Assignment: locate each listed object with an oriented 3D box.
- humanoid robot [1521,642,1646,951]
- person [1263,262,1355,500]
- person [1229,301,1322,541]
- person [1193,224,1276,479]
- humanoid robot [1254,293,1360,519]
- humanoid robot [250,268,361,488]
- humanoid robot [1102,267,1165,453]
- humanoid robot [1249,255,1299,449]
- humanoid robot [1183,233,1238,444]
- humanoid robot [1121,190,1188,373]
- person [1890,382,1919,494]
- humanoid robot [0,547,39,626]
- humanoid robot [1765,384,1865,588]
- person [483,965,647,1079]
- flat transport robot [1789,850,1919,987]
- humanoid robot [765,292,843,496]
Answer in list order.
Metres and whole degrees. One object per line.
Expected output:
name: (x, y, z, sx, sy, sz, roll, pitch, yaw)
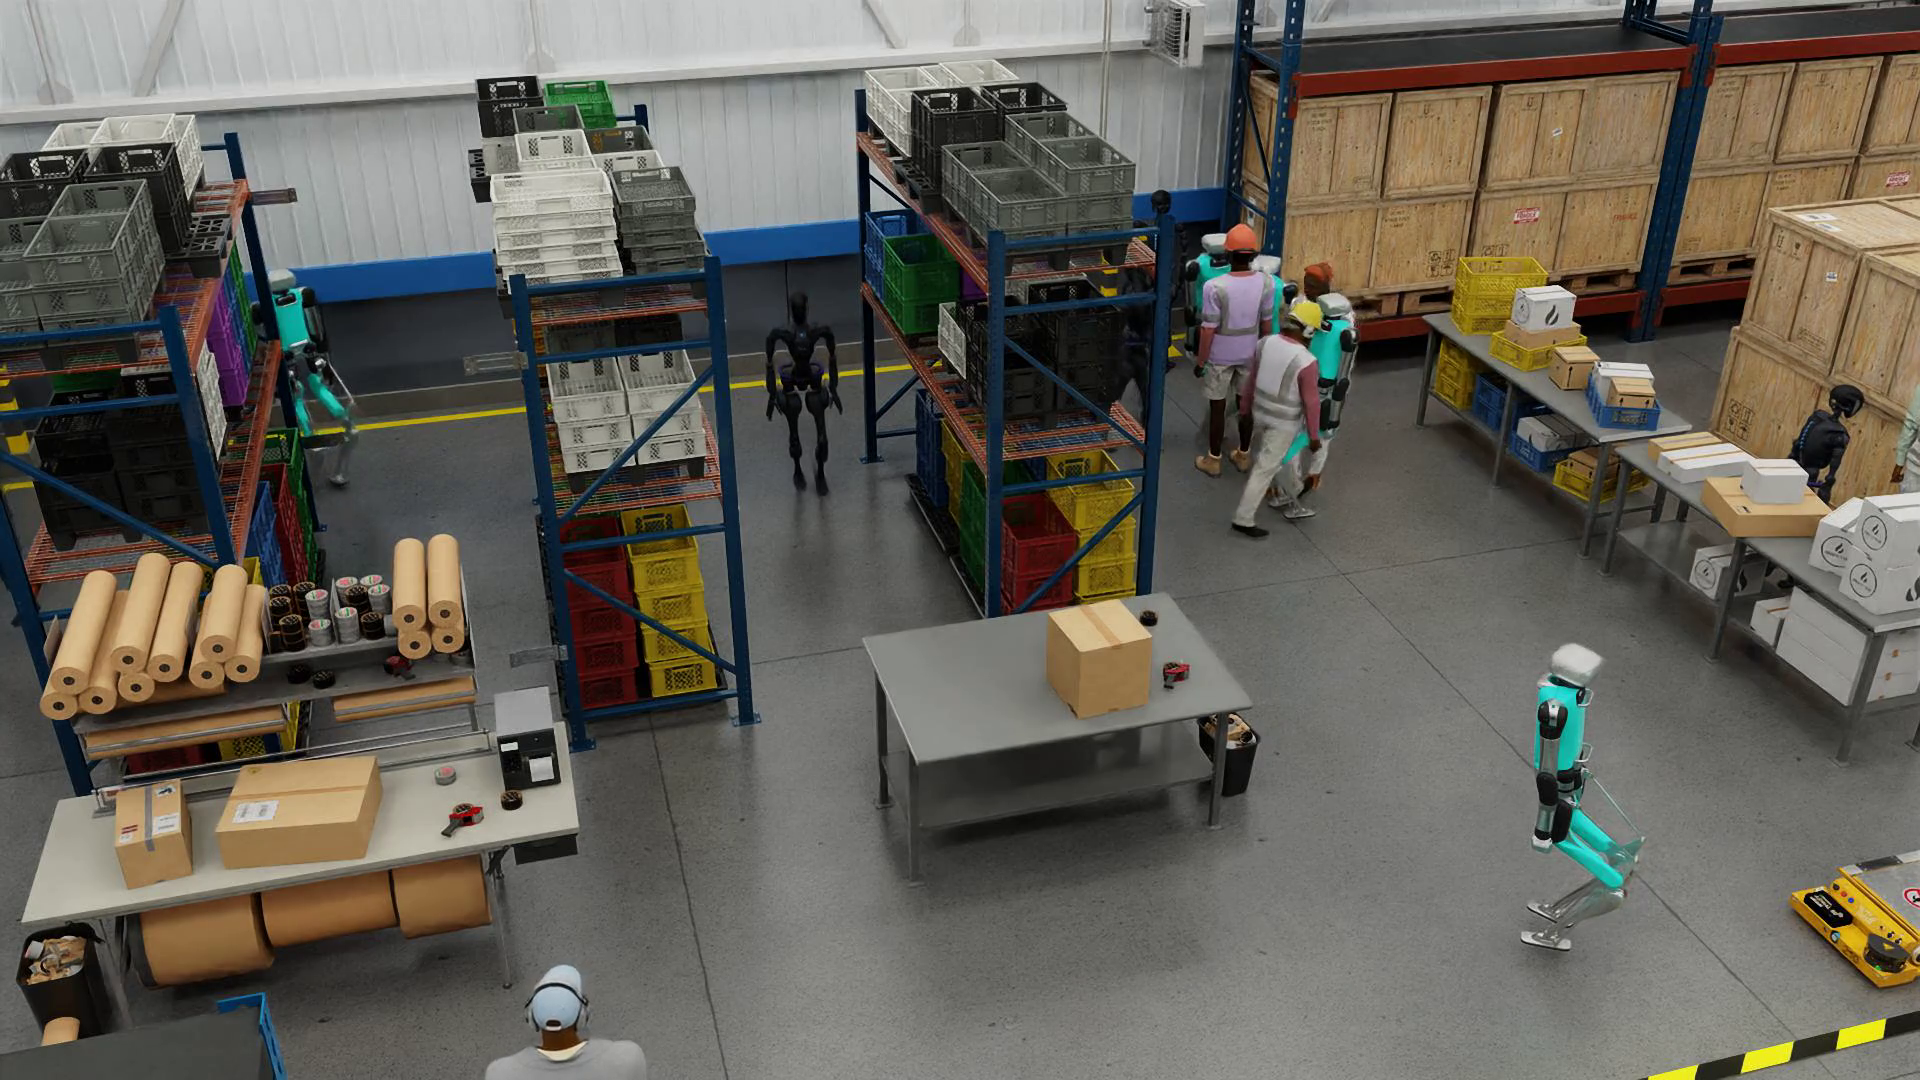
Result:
humanoid robot: (3.093, 1.309, 8.115, 0.735, 1.677, 0.533, 15, 32, 25)
person: (2.683, -1.194, 12.679, 0.629, 1.859, 0.636, 23, 36, 36)
person: (2.426, -0.913, 12.294, 0.978, 1.733, 0.668, -15, 32, -25)
person: (2.116, -1.465, 12.987, 0.615, 2.041, 0.378, -9, 30, -16)
humanoid robot: (2.485, -0.963, 12.289, 0.745, 1.690, 0.530, -13, 31, -23)
humanoid robot: (-4.938, -1.124, 12.771, 0.731, 1.863, 0.536, 21, 35, 33)
humanoid robot: (1.409, -1.466, 13.377, 0.609, 1.630, 0.591, 22, 36, 34)
humanoid robot: (2.450, -1.538, 13.437, 0.530, 1.761, 0.821, 8, 30, 14)
humanoid robot: (2.133, -1.553, 13.456, 0.541, 1.788, 0.670, -13, 31, -22)
humanoid robot: (1.744, -2.320, 14.908, 0.599, 1.654, 0.315, 7, 29, 12)
person: (6.652, -0.475, 11.298, 0.604, 1.940, 0.414, 26, 38, 38)
humanoid robot: (-6.464, -0.053, 10.839, 0.608, 1.628, 0.768, 1, 29, 2)
humanoid robot: (5.733, -0.321, 11.312, 0.584, 1.625, 0.612, 1, 29, 2)
person: (-1.423, 2.344, 6.253, 0.589, 1.852, 0.399, -6, 29, -10)
flat transport robot: (5.163, 1.916, 8.676, 1.431, 0.231, 0.659, -8, 30, -14)
humanoid robot: (-1.200, -1.139, 12.762, 0.589, 1.647, 0.469, -6, 29, -10)
